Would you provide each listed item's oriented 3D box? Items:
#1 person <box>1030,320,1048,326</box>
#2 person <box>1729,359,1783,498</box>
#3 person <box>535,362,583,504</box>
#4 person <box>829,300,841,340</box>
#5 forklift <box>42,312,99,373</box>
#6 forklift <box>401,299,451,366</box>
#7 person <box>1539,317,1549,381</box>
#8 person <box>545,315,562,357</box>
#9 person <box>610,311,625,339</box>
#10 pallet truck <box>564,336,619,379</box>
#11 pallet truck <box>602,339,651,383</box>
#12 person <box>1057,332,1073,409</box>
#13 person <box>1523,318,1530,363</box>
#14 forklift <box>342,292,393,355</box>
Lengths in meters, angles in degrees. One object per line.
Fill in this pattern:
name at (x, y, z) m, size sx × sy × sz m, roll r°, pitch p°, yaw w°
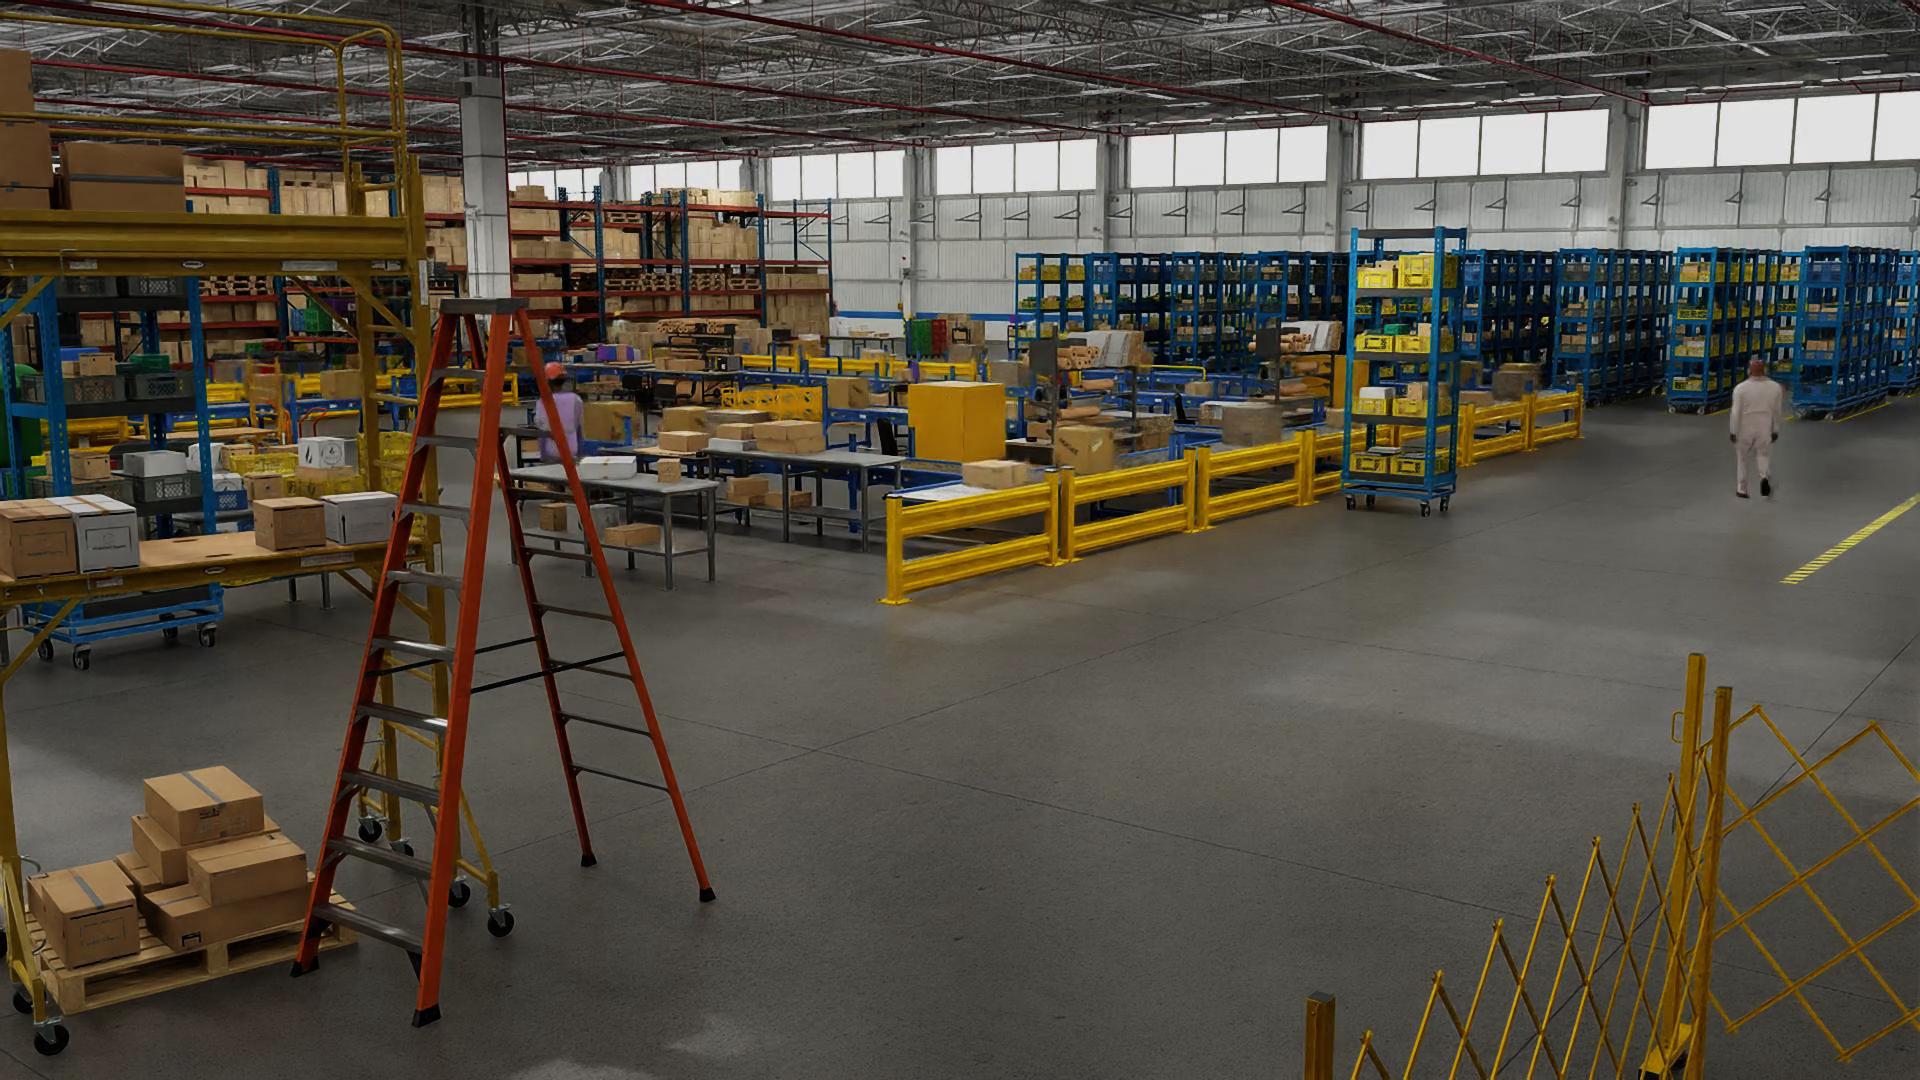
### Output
person at (2.452, -6.160, 51.441) m, size 0.620 × 1.929 × 0.470 m, roll 0°, pitch 9°, yaw -1°
person at (10.689, -1.491, 22.387) m, size 0.663 × 1.894 × 0.515 m, roll 1°, pitch 9°, yaw 5°
person at (-4.563, -1.034, 19.141) m, size 0.616 × 2.028 × 0.735 m, roll -8°, pitch 12°, yaw -42°
person at (-5.264, -9.050, 69.463) m, size 1.047 × 1.941 × 0.639 m, roll 7°, pitch 11°, yaw 37°
forklift at (-23.779, -5.451, 44.052) m, size 1.873 × 2.768 × 1.129 m, roll 7°, pitch 11°, yaw 36°
forklift at (-16.130, -6.252, 49.054) m, size 1.129 × 2.768 × 1.873 m, roll 7°, pitch 11°, yaw 37°
person at (16.457, -5.372, 46.821) m, size 0.404 × 1.833 × 0.588 m, roll 6°, pitch 11°, yaw 33°
person at (-13.304, -6.513, 54.406) m, size 0.539 × 1.681 × 0.360 m, roll 2°, pitch 9°, yaw 11°
person at (-11.956, -7.093, 57.879) m, size 0.529 × 1.738 × 0.736 m, roll 7°, pitch 11°, yaw 36°
pallet truck at (-10.690, -5.294, 48.215) m, size 1.601 × 1.201 × 0.680 m, roll -5°, pitch 10°, yaw -26°
pallet truck at (-8.991, -4.871, 45.351) m, size 0.653 × 1.274 × 1.630 m, roll 7°, pitch 11°, yaw 37°
person at (2.337, -3.687, 36.574) m, size 0.577 × 1.754 × 0.537 m, roll 5°, pitch 11°, yaw 30°
person at (15.835, -5.344, 46.602) m, size 0.382 × 1.845 × 0.571 m, roll -1°, pitch 9°, yaw -7°
forklift at (-16.485, -5.622, 45.120) m, size 1.129 × 2.768 × 1.873 m, roll 7°, pitch 11°, yaw 37°
